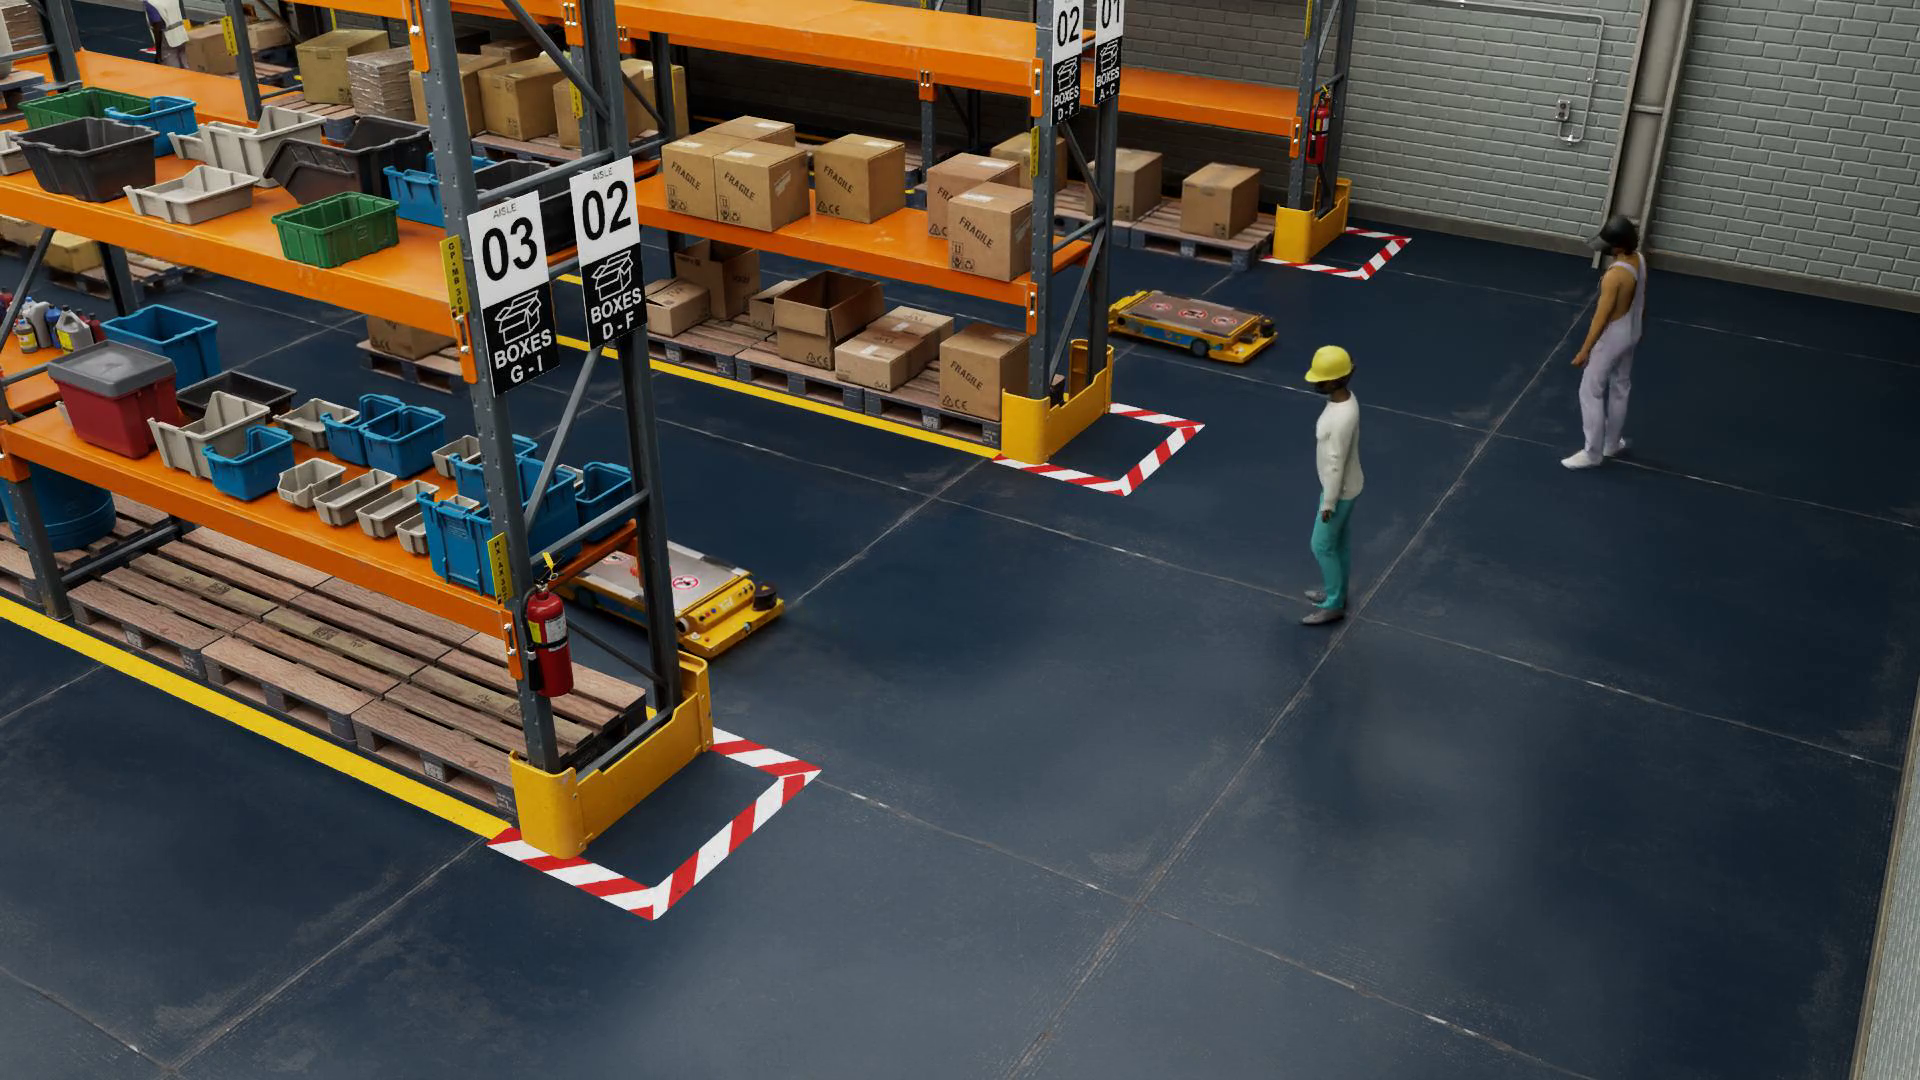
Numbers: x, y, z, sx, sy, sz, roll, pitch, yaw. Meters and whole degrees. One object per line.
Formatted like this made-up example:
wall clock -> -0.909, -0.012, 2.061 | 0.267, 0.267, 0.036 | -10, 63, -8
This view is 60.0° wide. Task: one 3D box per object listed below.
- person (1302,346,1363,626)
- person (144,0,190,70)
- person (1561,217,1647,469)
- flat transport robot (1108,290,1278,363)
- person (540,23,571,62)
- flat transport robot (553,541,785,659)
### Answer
person -> 2.147, -0.321, 9.694 | 0.392, 1.741, 0.568 | 6, 30, 11
person -> -9.155, -5.729, 19.299 | 0.388, 1.840, 0.564 | 4, 29, 6
person -> 4.552, -1.401, 11.561 | 0.696, 1.822, 0.351 | -24, 37, -36
flat transport robot -> 1.861, -1.798, 13.860 | 1.431, 0.231, 0.659 | 19, 34, 30
person -> -4.109, -4.492, 17.223 | 0.529, 1.698, 0.321 | 13, 32, 22
flat transport robot -> -1.824, 0.291, 10.112 | 1.431, 0.231, 0.659 | 19, 34, 30
